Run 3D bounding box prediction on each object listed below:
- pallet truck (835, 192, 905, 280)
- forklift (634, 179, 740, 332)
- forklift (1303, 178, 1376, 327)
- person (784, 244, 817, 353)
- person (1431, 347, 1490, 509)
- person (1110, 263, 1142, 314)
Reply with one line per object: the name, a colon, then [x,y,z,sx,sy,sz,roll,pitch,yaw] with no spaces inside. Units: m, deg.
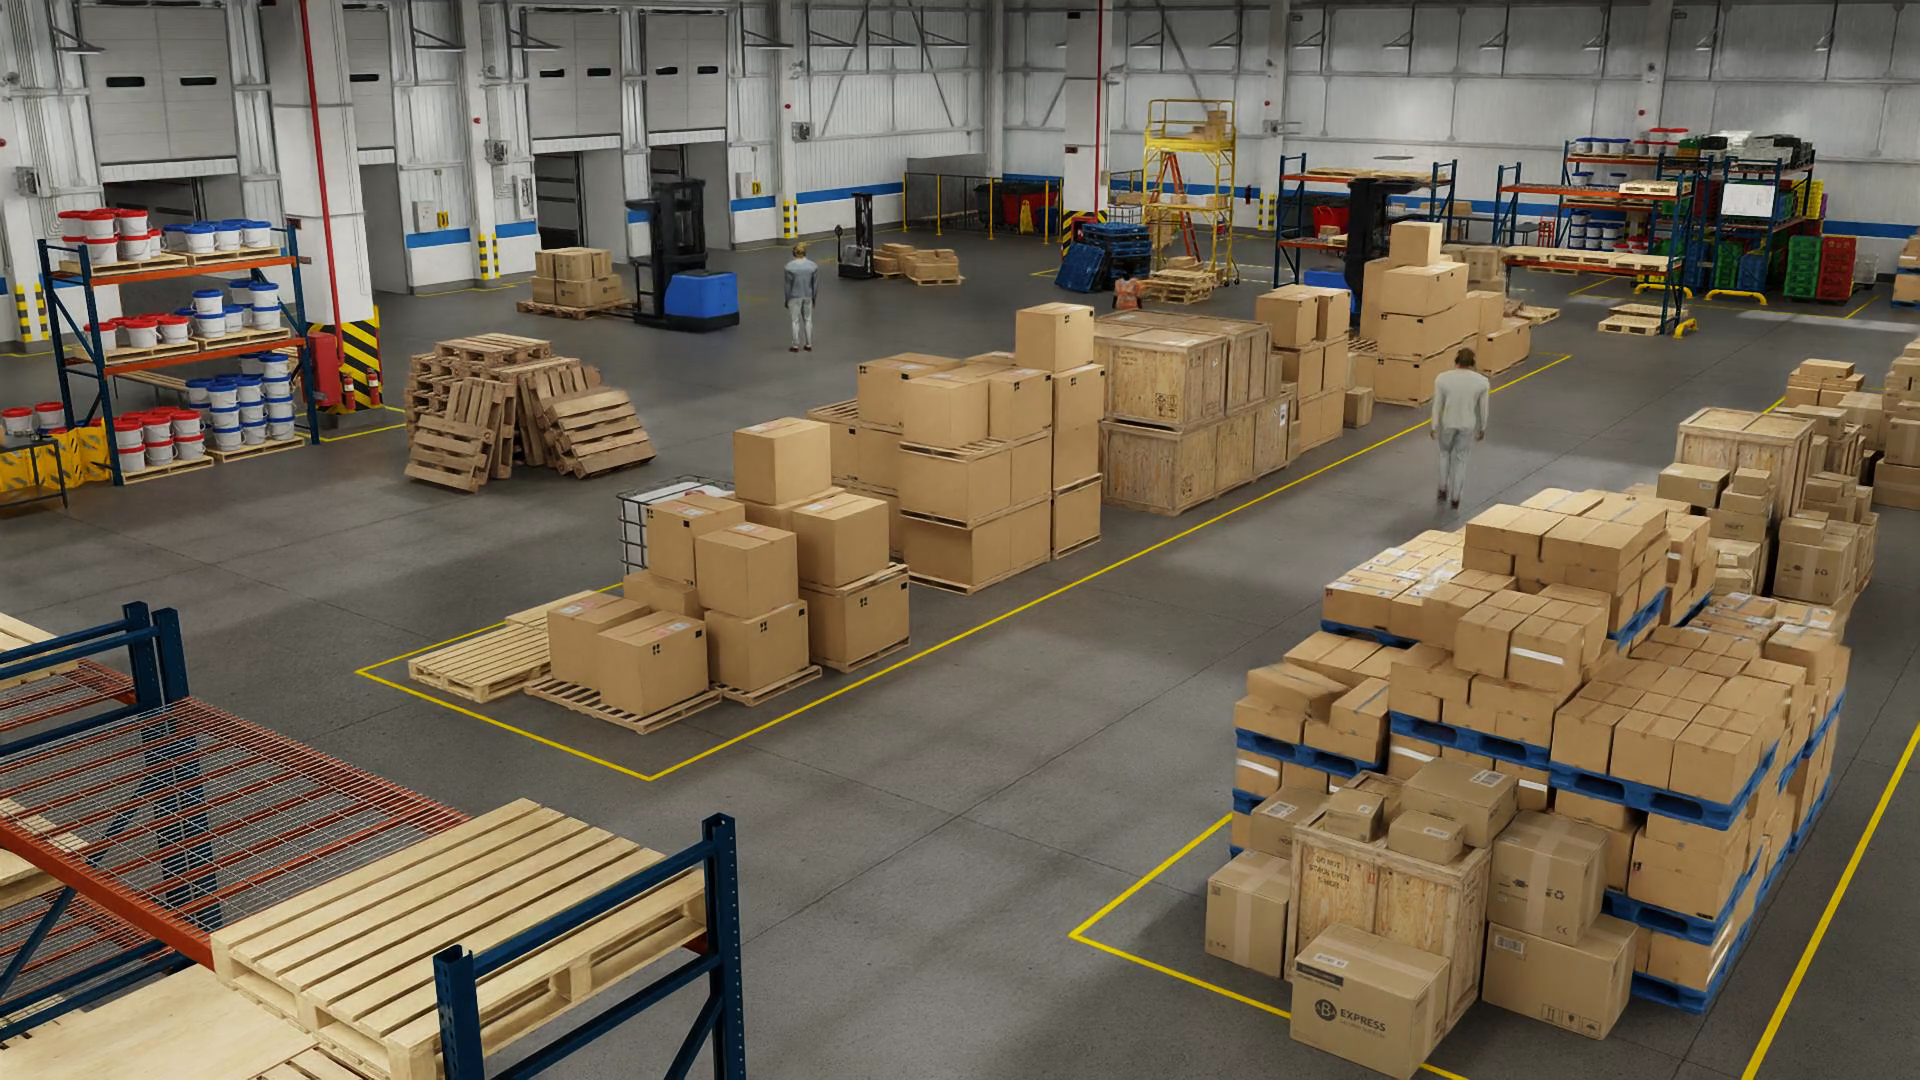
pallet truck: [-1.936,-7.159,38.982,1.885,1.965,0.823,-12,21,-34]
forklift: [-5.290,-5.521,32.057,1.873,2.768,1.129,12,21,35]
forklift: [7.696,-5.566,32.205,1.873,2.768,1.129,8,19,24]
person: [-2.840,-4.309,29.670,0.634,1.930,0.384,-9,19,-28]
person: [6.001,-1.380,20.003,0.653,1.901,0.873,5,17,16]
person: [2.922,-4.056,29.285,0.542,1.649,0.882,14,22,39]
